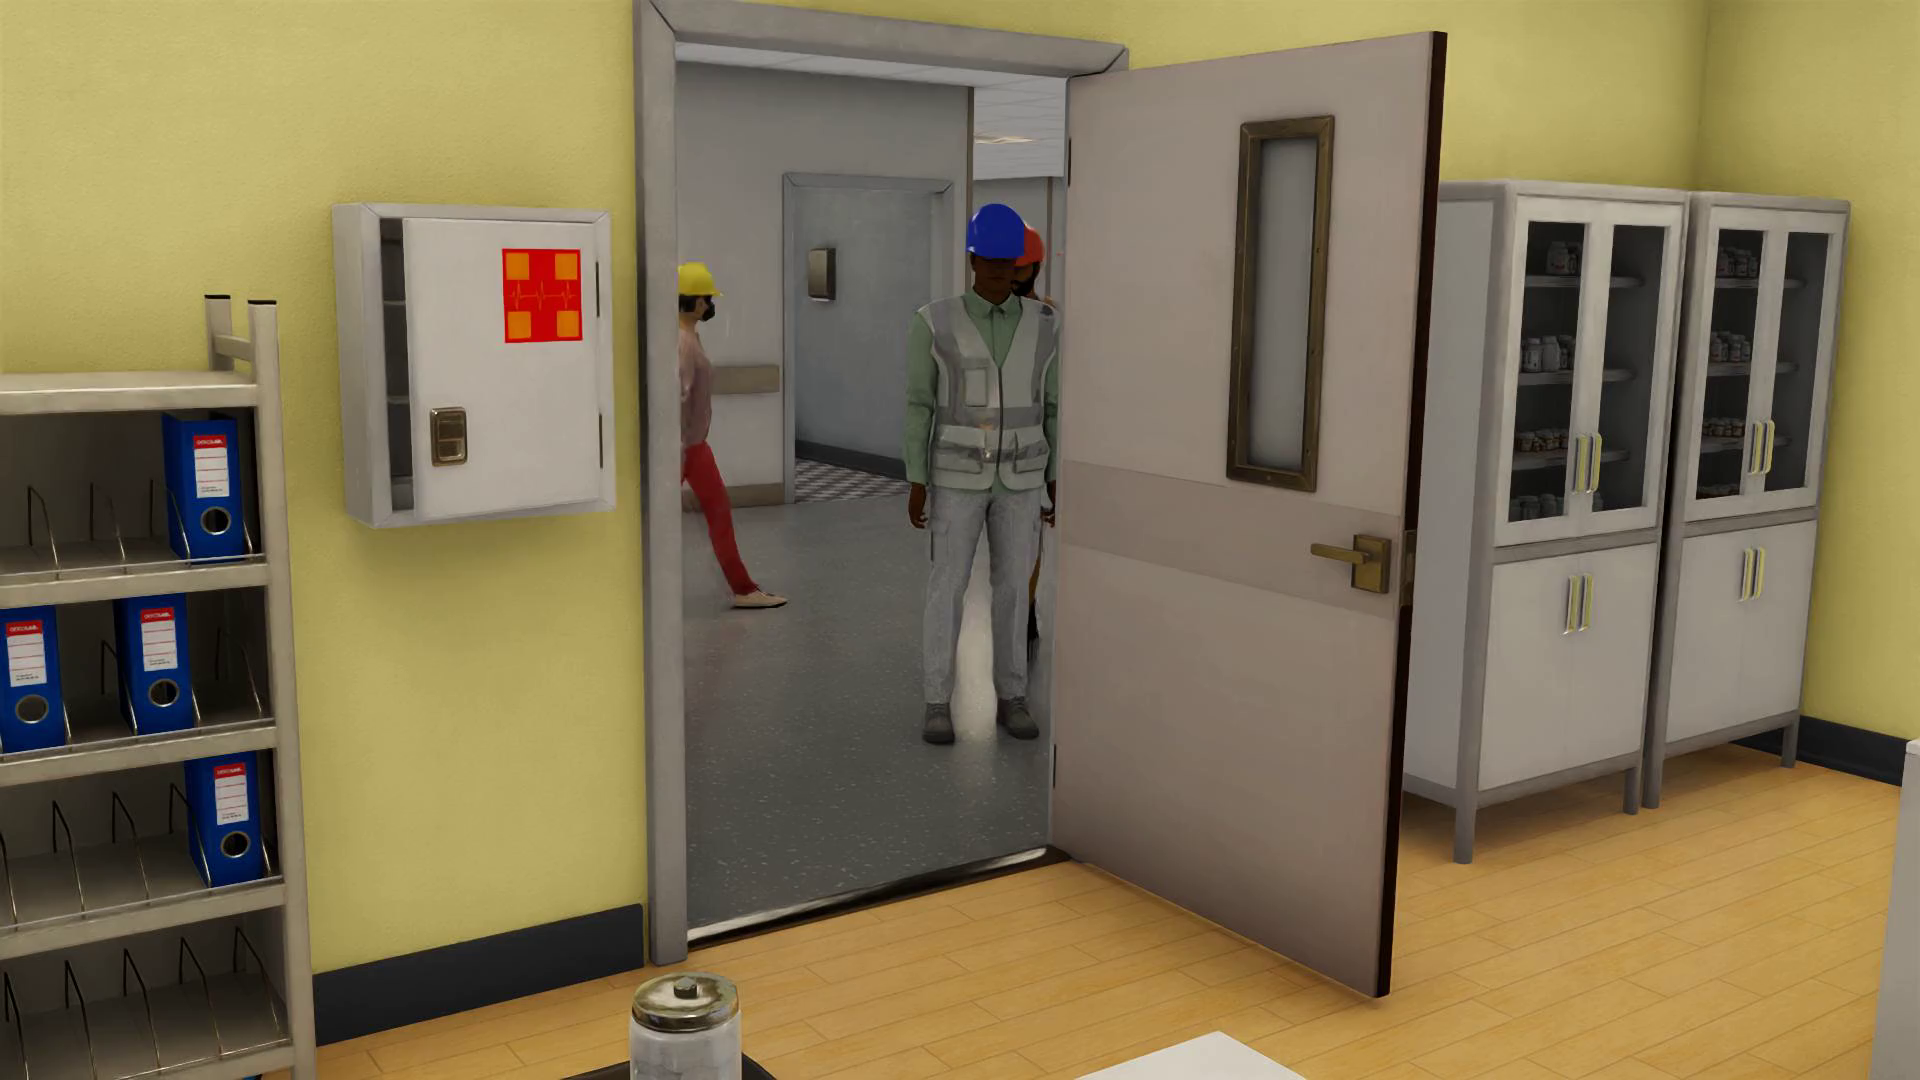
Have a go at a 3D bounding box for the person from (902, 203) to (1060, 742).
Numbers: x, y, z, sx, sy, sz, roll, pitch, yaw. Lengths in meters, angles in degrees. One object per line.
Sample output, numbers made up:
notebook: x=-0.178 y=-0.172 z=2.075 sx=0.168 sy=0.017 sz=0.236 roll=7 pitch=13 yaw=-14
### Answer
person: x=0.099 y=-0.229 z=6.025 sx=0.615 sy=1.943 sz=0.409 roll=-2 pitch=10 yaw=-14
